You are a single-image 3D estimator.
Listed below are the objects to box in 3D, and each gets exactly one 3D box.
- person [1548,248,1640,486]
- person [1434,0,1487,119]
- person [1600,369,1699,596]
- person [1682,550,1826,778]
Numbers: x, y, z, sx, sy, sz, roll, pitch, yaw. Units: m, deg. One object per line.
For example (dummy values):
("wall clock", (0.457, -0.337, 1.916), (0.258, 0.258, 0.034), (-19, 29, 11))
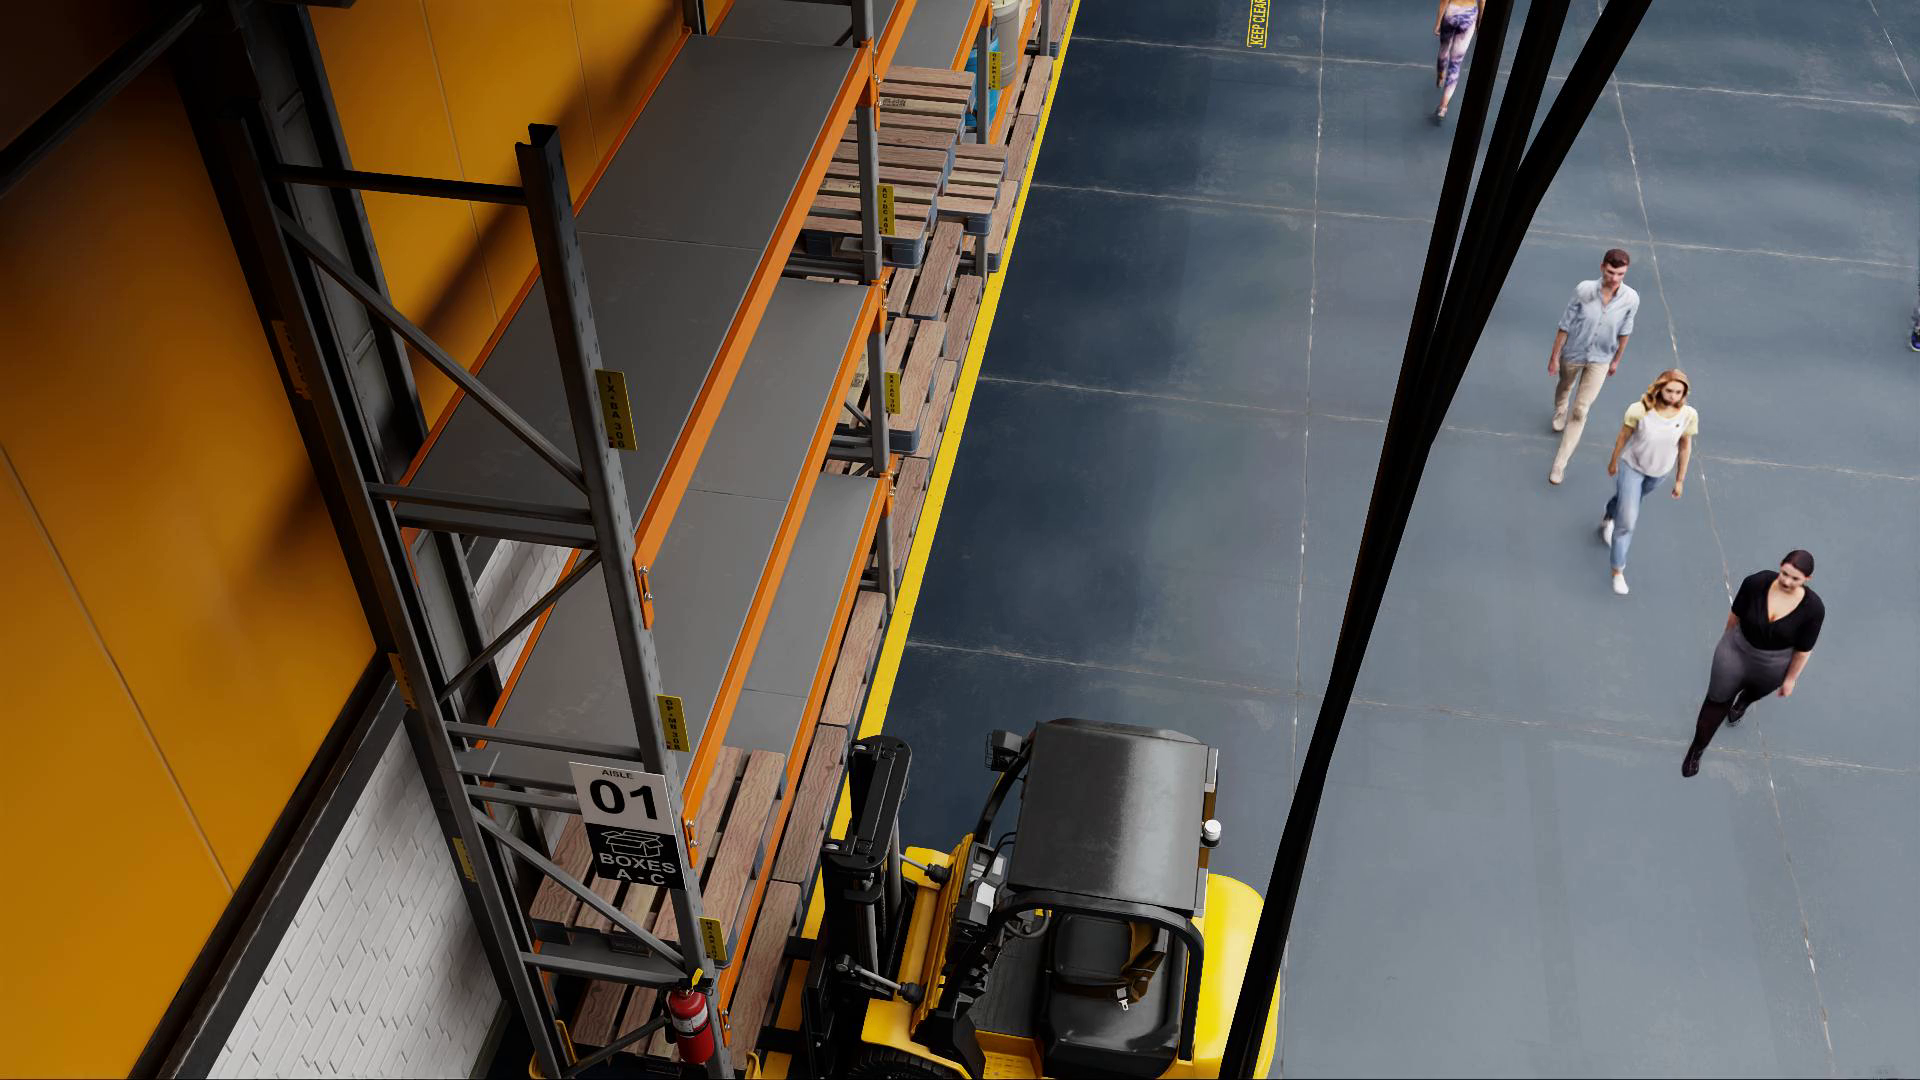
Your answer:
("person", (4.663, -1.410, 12.386), (0.840, 1.800, 1.294), (15, 46, 15))
("person", (4.844, -4.965, 16.178), (0.695, 1.717, 1.233), (11, 45, 12))
("person", (4.735, -0.526, 11.555), (0.703, 1.666, 1.146), (3, 44, 3))
("person", (4.959, 0.674, 10.259), (0.970, 1.717, 1.188), (27, 50, 25))
